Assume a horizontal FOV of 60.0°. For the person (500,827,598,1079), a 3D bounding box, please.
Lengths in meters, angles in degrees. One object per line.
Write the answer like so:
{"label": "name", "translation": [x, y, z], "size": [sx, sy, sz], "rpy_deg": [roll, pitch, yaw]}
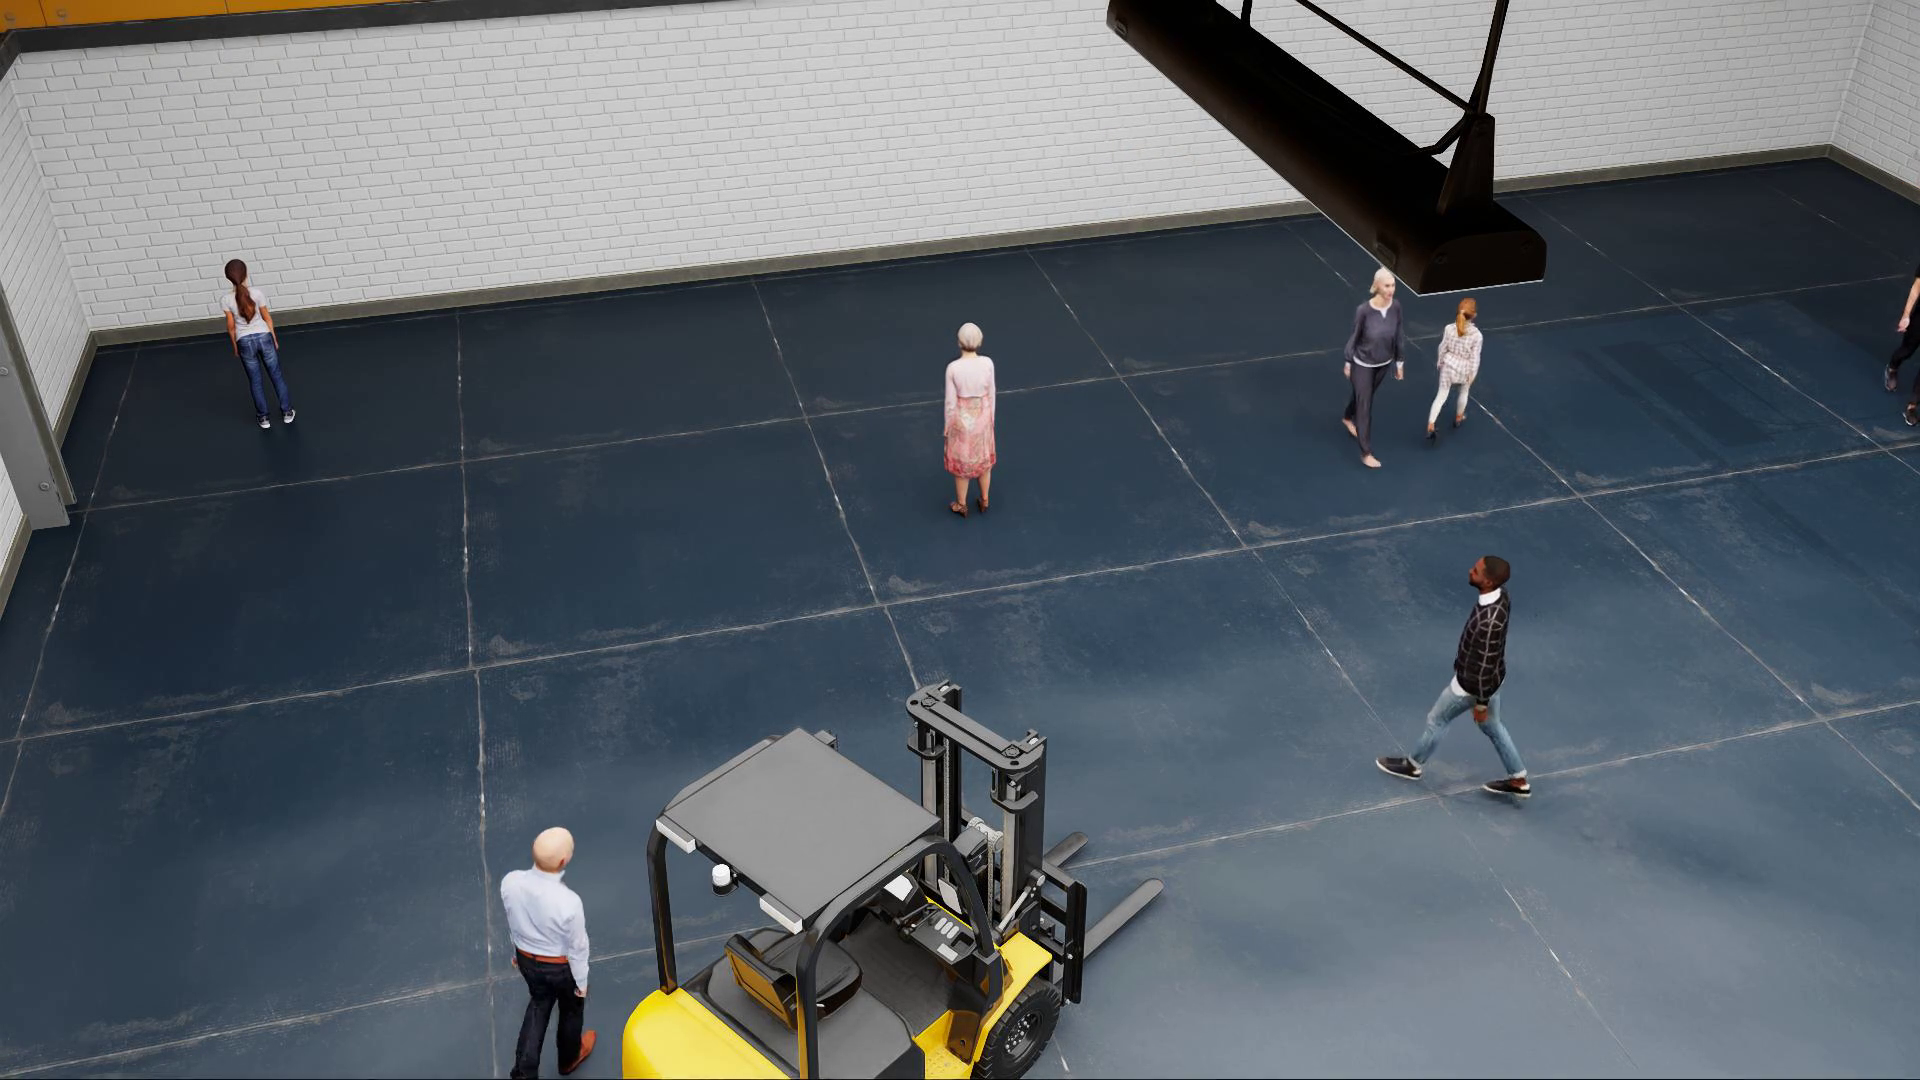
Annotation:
{"label": "person", "translation": [-2.099, 2.216, 8.404], "size": [0.959, 1.762, 1.081], "rpy_deg": [8, 35, 12]}

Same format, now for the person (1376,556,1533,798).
{"label": "person", "translation": [3.321, 0.913, 10.357], "size": [1.244, 1.770, 1.236], "rpy_deg": [15, 37, 21]}

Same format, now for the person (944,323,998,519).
{"label": "person", "translation": [0.085, -0.944, 13.221], "size": [0.593, 1.692, 0.568], "rpy_deg": [-11, 35, -16]}

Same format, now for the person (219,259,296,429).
{"label": "person", "translation": [-6.153, -1.729, 14.519], "size": [0.562, 1.563, 0.562], "rpy_deg": [-14, 36, -20]}

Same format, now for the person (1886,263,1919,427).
{"label": "person", "translation": [8.561, -2.002, 14.688], "size": [1.067, 1.831, 1.275], "rpy_deg": [8, 35, 12]}

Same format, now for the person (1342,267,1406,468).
{"label": "person", "translation": [3.458, -1.547, 14.135], "size": [0.677, 1.685, 1.103], "rpy_deg": [-11, 35, -16]}

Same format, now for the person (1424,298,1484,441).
{"label": "person", "translation": [4.249, -1.445, 14.348], "size": [0.943, 1.279, 0.954], "rpy_deg": [22, 39, 29]}
